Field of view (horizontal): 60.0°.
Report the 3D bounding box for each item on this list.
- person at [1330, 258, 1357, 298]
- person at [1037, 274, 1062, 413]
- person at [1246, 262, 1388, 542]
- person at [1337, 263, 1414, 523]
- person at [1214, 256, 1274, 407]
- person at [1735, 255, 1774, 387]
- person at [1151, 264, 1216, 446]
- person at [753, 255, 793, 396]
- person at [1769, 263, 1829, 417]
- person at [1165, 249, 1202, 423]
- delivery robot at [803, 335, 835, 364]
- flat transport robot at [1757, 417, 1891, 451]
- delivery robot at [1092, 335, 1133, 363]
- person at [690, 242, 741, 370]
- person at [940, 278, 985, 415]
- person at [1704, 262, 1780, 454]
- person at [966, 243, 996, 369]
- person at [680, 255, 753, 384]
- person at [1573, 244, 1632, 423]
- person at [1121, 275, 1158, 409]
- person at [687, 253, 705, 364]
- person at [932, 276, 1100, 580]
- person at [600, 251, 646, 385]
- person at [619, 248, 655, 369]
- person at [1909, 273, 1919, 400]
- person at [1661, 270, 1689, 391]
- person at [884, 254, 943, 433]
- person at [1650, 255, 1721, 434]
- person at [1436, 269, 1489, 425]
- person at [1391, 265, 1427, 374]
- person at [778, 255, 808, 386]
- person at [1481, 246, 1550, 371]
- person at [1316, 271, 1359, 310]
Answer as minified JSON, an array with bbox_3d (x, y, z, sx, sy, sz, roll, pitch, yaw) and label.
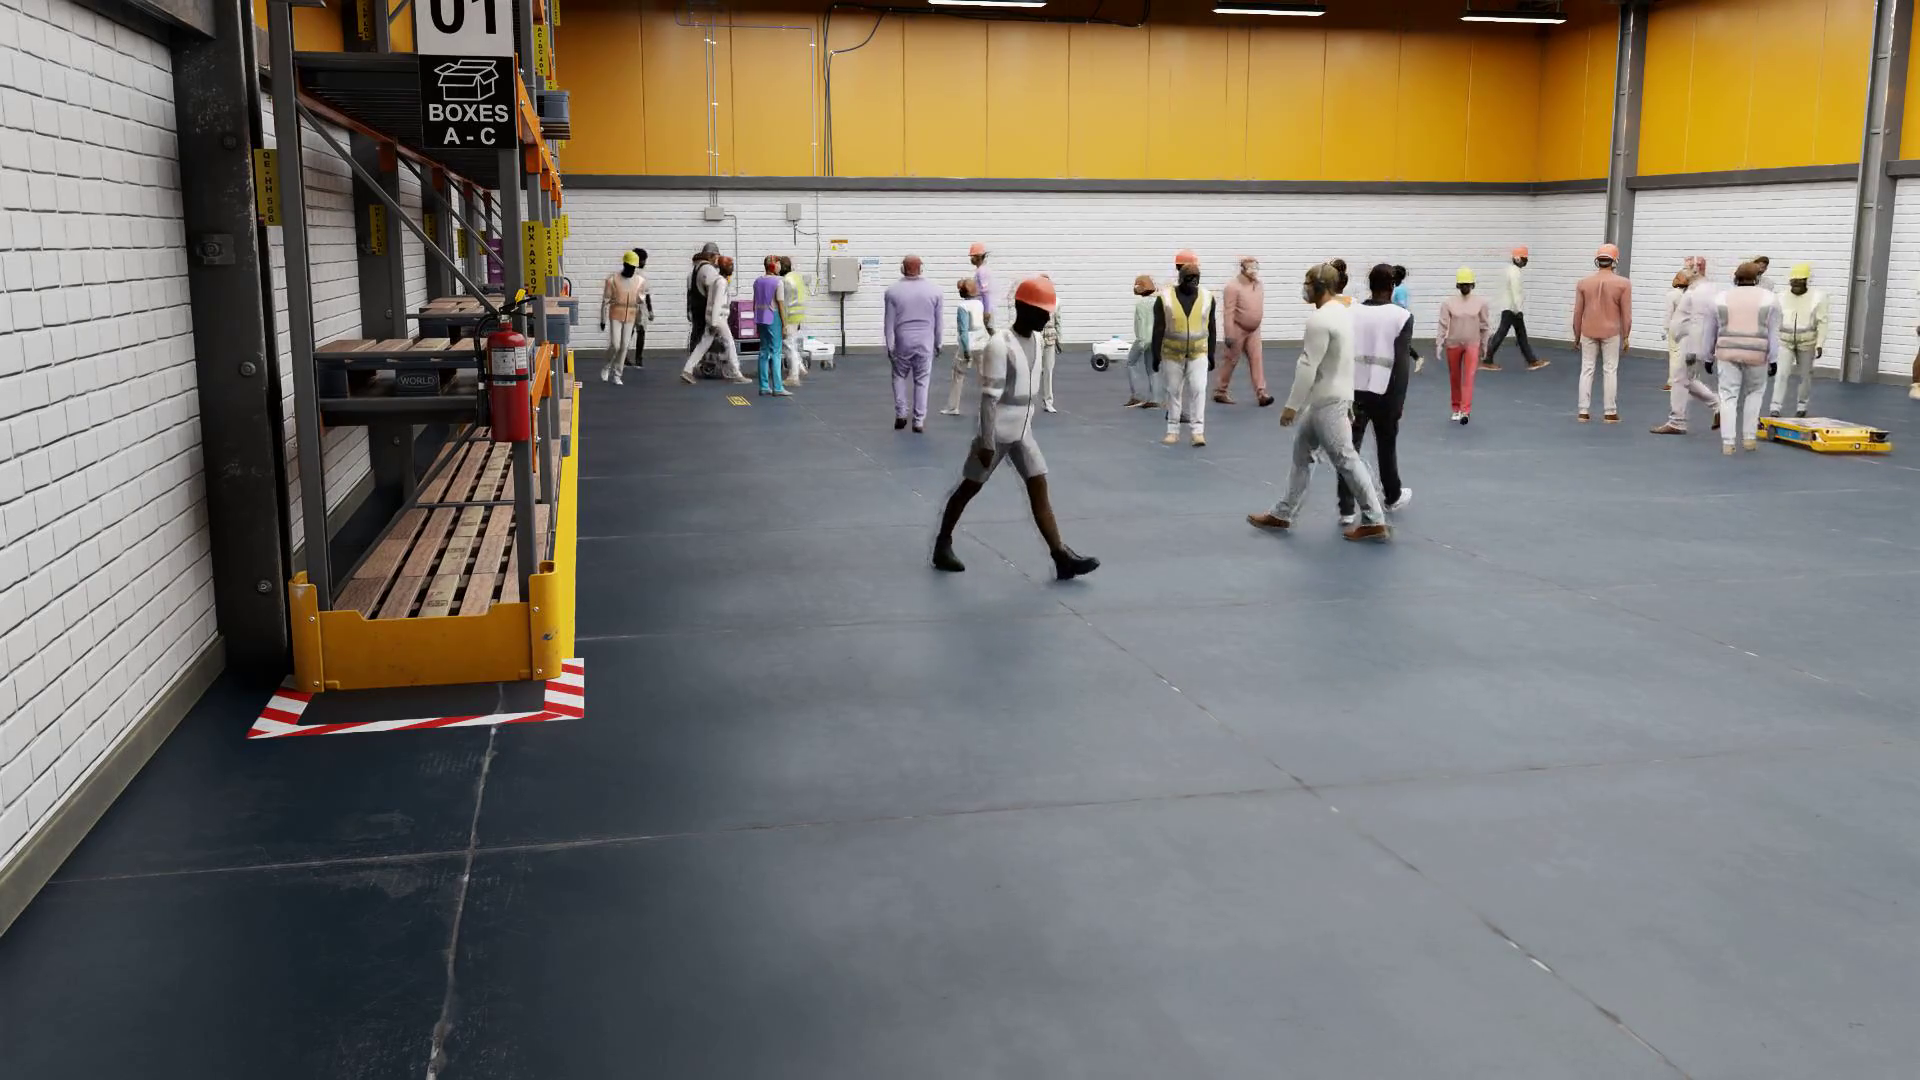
[{"bbox_3d":[4.633,-2.515,20.257,0.511,1.832,0.976,-3,11,-16],"label":"person"},{"bbox_3d":[0.956,-2.314,19.633,0.514,1.642,0.310,-3,11,-16],"label":"person"},{"bbox_3d":[2.489,-0.929,11.307,1.013,1.893,0.639,4,11,22],"label":"person"},{"bbox_3d":[3.017,-1.073,12.142,0.623,1.856,1.011,7,12,35],"label":"person"},{"bbox_3d":[3.509,-2.560,20.464,0.698,1.835,0.996,-6,12,-30],"label":"person"},{"bbox_3d":[10.912,-3.010,22.960,0.550,1.830,0.481,6,12,29],"label":"person"},{"bbox_3d":[2.226,-1.823,16.507,0.651,1.804,0.756,0,10,2],"label":"person"},{"bbox_3d":[-2.487,-2.797,21.759,0.564,1.840,0.396,10,14,43],"label":"person"},{"bbox_3d":[9.365,-2.194,18.604,0.595,1.783,0.926,7,12,33],"label":"person"},{"bbox_3d":[2.512,-2.291,18.688,0.373,1.934,0.551,1,10,3],"label":"person"},{"bbox_3d":[-2.313,-2.944,25.878,0.707,0.478,0.477,-5,11,-27],"label":"delivery robot"},{"bbox_3d":[8.529,-1.063,16.500,0.652,0.197,1.431,0,10,0],"label":"flat transport robot"},{"bbox_3d":[2.427,-2.970,26.019,0.707,0.478,0.477,1,10,4],"label":"delivery robot"},{"bbox_3d":[-3.892,-3.701,26.210,0.892,2.000,0.705,-7,13,-35],"label":"person"},{"bbox_3d":[0.182,-2.229,19.272,0.828,1.601,0.502,7,13,35],"label":"person"},{"bbox_3d":[7.496,-1.742,15.955,0.667,1.817,0.691,6,12,29],"label":"person"},{"bbox_3d":[0.432,-3.677,26.258,1.000,1.996,0.624,2,10,8],"label":"person"},{"bbox_3d":[-3.498,-3.101,23.502,1.015,1.836,0.631,-4,11,-19],"label":"person"},{"bbox_3d":[7.183,-2.303,18.599,0.623,1.989,0.401,7,12,34],"label":"person"},{"bbox_3d":[2.175,-2.392,20.124,0.564,1.609,0.516,6,12,32],"label":"person"},{"bbox_3d":[-4.169,-3.742,27.055,0.544,1.818,0.919,-1,10,-6],"label":"person"},{"bbox_3d":[0.293,-0.668,10.052,1.162,1.828,0.559,8,13,37],"label":"person"},{"bbox_3d":[-4.705,-3.103,23.338,0.619,1.878,0.589,-7,12,-34],"label":"person"},{"bbox_3d":[-5.162,-3.663,26.367,0.665,1.916,0.412,7,12,35],"label":"person"},{"bbox_3d":[12.484,-2.797,21.234,0.611,2.032,0.430,-3,11,-18],"label":"person"},{"bbox_3d":[9.734,-2.822,22.467,0.497,1.634,0.279,-1,10,-8],"label":"person"},{"bbox_3d":[-0.492,-2.086,17.689,0.647,1.890,0.511,-1,10,-7],"label":"person"},{"bbox_3d":[7.701,-2.030,17.393,0.686,1.886,0.646,5,11,24],"label":"person"},{"bbox_3d":[5.593,-2.155,18.537,0.548,1.711,0.923,3,11,18],"label":"person"},{"bbox_3d":[6.630,-3.293,24.971,0.759,1.675,0.536,2,10,9],"label":"person"},{"bbox_3d":[-2.402,-3.047,23.192,0.442,1.819,0.645,1,10,8],"label":"person"},{"bbox_3d":[8.665,-3.595,25.912,1.046,1.934,0.656,3,11,19],"label":"person"},{"bbox_3d":[4.449,-2.326,19.602,0.542,1.674,0.663,0,10,-1],"label":"person"}]
